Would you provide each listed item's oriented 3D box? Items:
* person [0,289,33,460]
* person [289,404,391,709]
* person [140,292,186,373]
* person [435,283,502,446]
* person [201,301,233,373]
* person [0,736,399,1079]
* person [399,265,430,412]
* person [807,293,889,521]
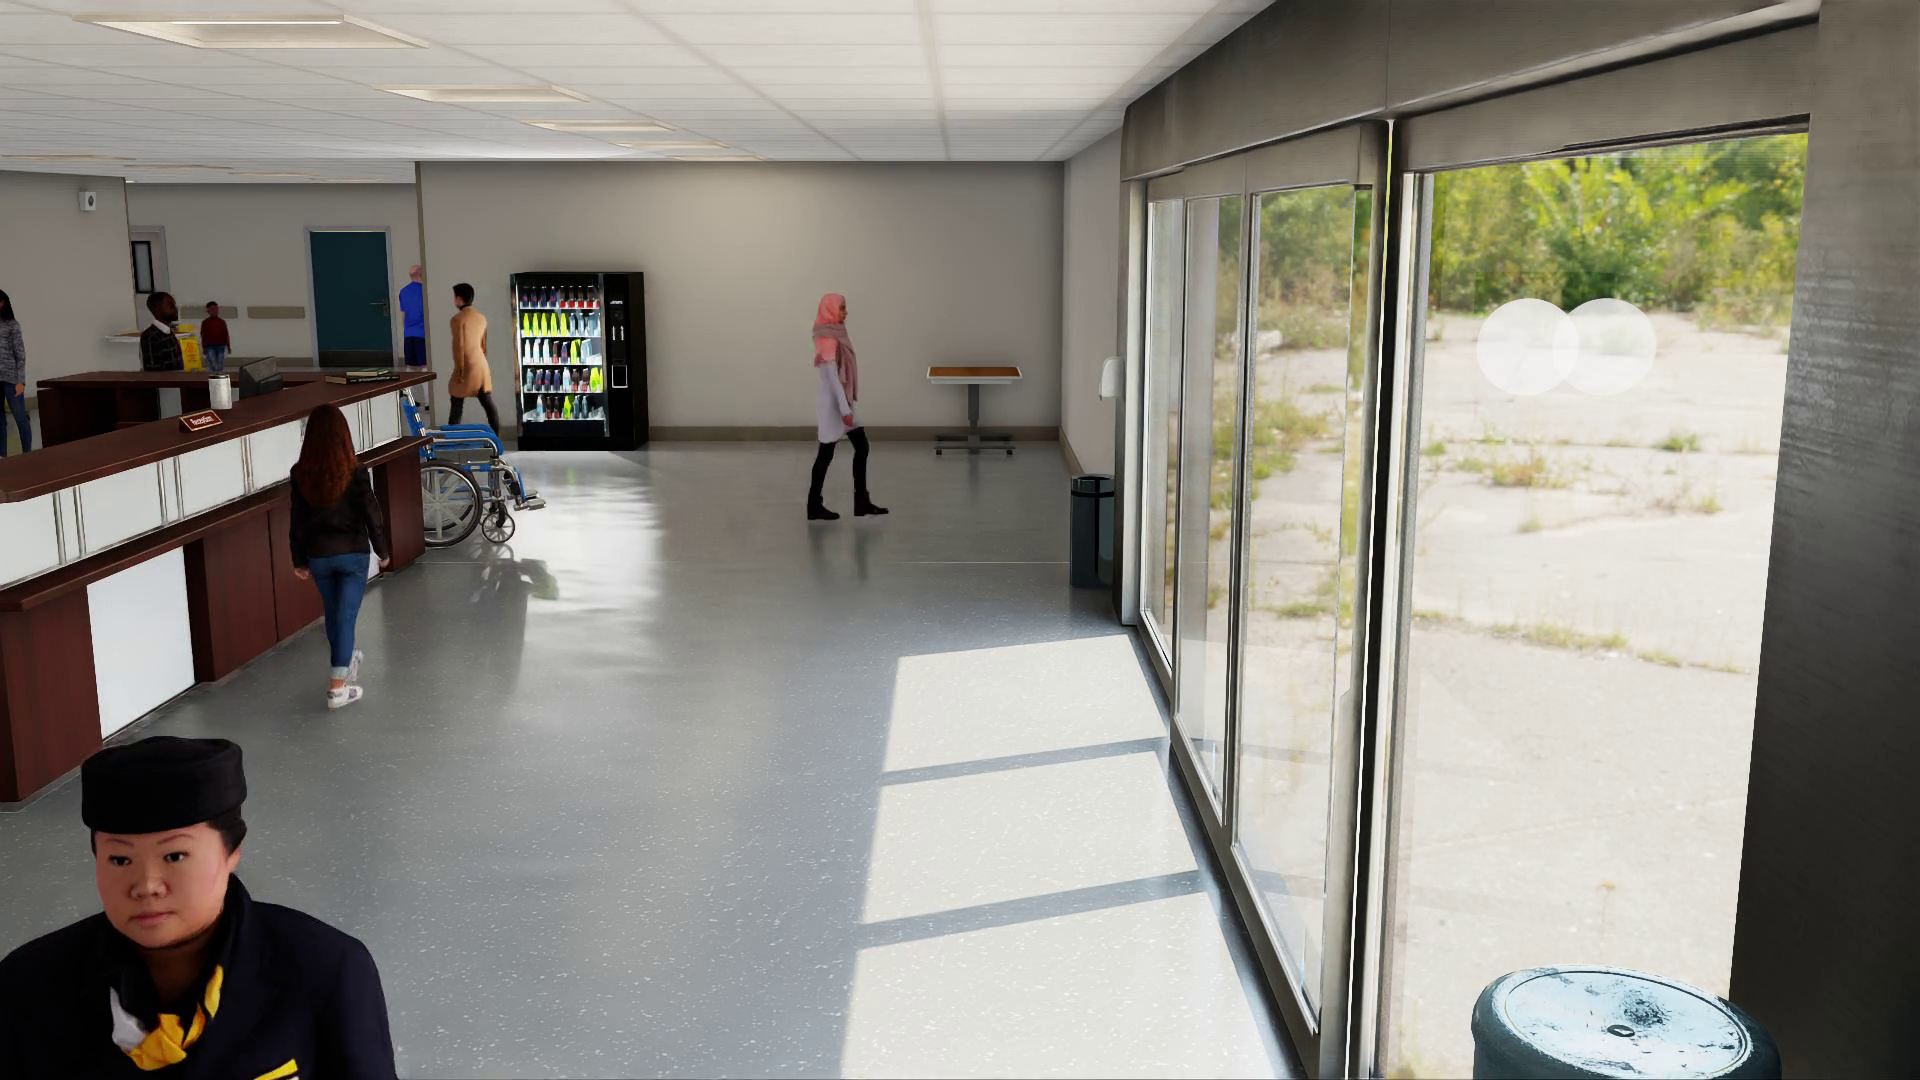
[{"bbox_3d":[-9.198,-1.552,16.009,0.496,1.733,0.693,1,11,7],"label":"person"},{"bbox_3d":[-3.045,0.094,8.080,0.810,1.454,0.643,1,11,4],"label":"person"},{"bbox_3d":[-6.320,-1.020,13.046,1.171,1.790,0.732,-1,11,-3],"label":"person"},{"bbox_3d":[-4.965,-1.756,17.102,1.213,1.684,1.019,6,12,29],"label":"person"},{"bbox_3d":[-10.667,-2.773,23.760,0.703,1.241,0.758,-10,14,-42],"label":"person"},{"bbox_3d":[-1.053,1.066,2.400,0.807,1.661,0.876,-3,11,-13],"label":"person"},{"bbox_3d":[-6.868,-2.573,21.098,0.638,1.839,0.800,4,12,21],"label":"person"},{"bbox_3d":[-1.075,-1.013,13.034,0.918,1.782,0.729,2,11,12],"label":"person"}]
